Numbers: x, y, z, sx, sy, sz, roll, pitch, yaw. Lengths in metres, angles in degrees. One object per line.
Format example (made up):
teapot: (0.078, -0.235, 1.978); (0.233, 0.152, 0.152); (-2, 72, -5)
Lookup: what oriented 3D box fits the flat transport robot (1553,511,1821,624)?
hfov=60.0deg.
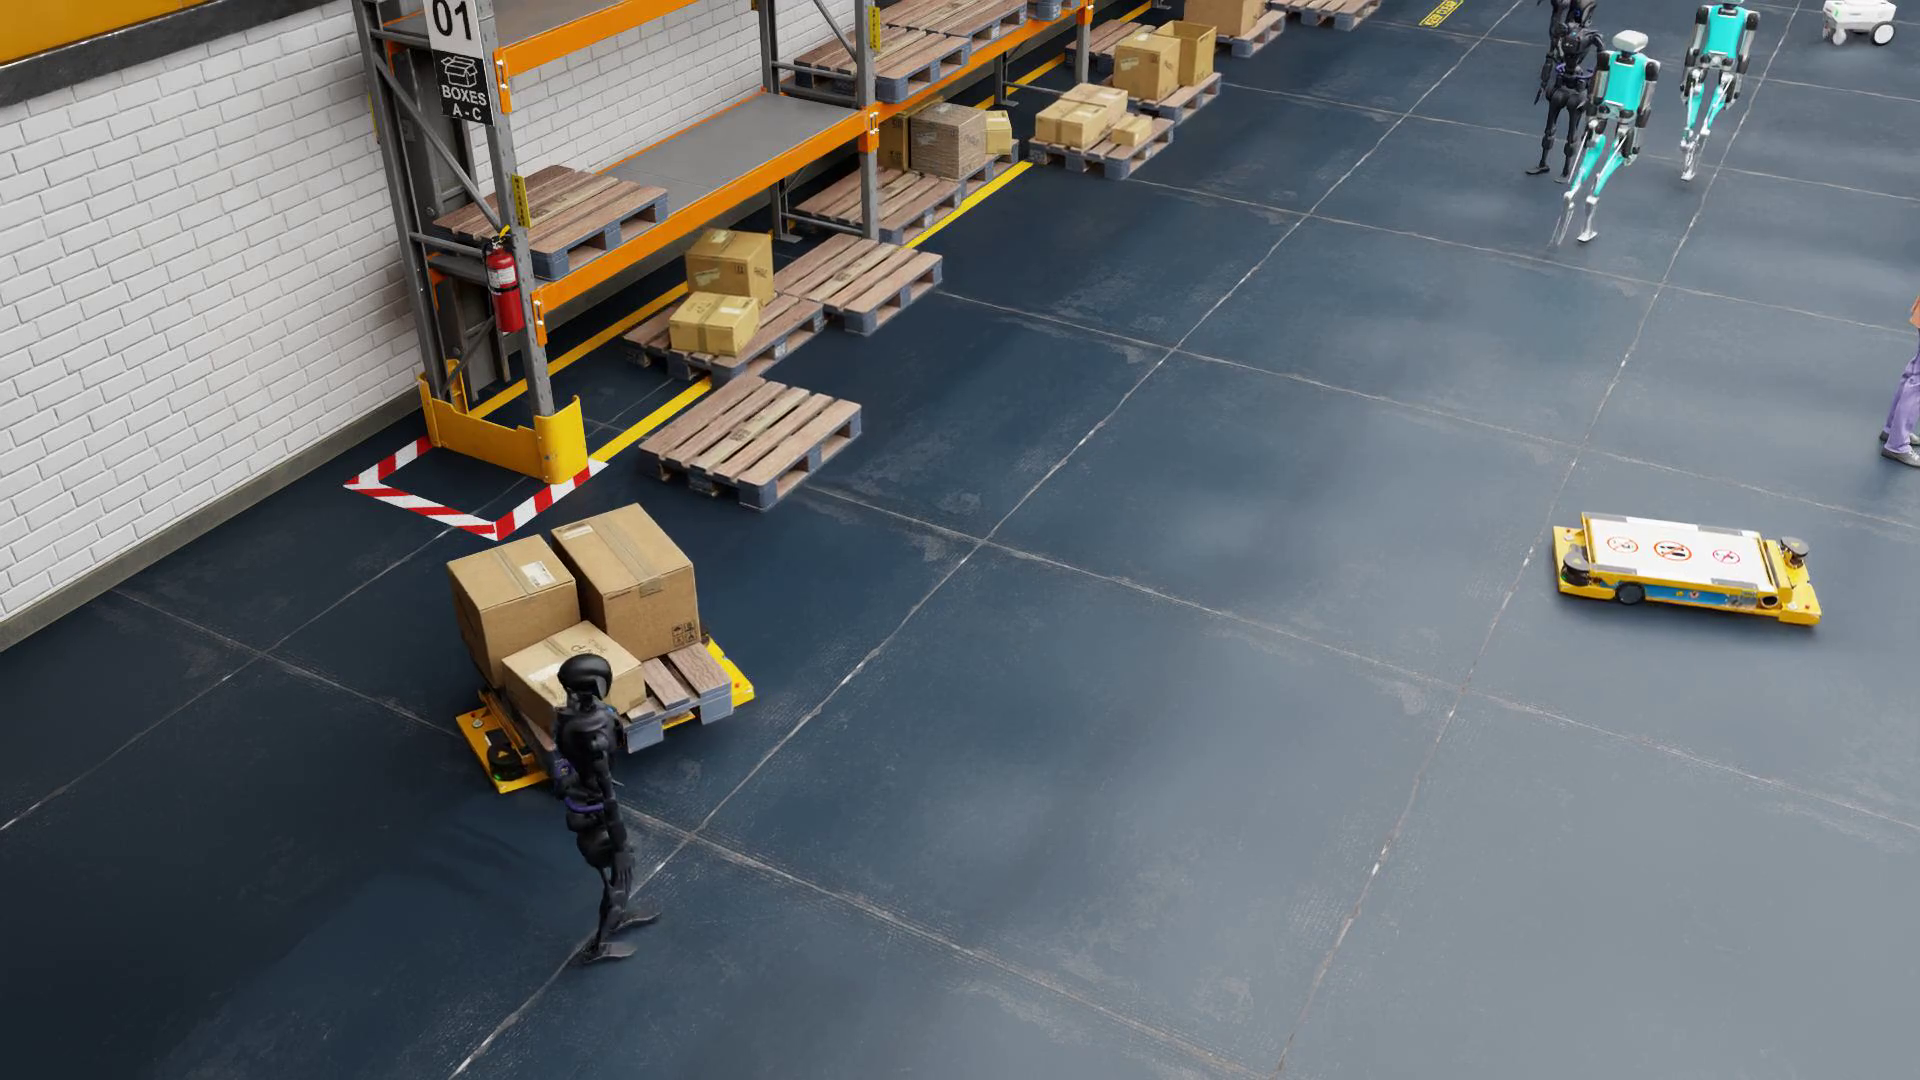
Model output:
flat transport robot: (4.306, 0.161, 9.904); (1.431, 0.231, 0.659); (7, 34, 11)

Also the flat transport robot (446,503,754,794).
flat transport robot: (-1.885, 0.856, 8.853); (1.431, 0.231, 0.659); (-20, 38, -27)

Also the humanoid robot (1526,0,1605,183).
humanoid robot: (5.503, -4.062, 15.006); (0.315, 1.655, 0.599); (-24, 40, -31)

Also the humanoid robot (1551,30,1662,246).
humanoid robot: (5.257, -3.189, 13.743); (0.760, 1.899, 0.547); (-27, 42, -34)

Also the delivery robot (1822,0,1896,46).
delivery robot: (10.200, -5.916, 18.855); (0.784, 0.612, 0.500); (-1, 33, -1)

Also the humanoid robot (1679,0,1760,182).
humanoid robot: (6.688, -4.007, 14.900); (0.538, 1.736, 1.027); (18, 37, 25)

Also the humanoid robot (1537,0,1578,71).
humanoid robot: (6.558, -5.868, 17.758); (0.600, 1.635, 0.615); (-4, 34, -6)

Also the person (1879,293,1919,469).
person: (6.369, -1.376, 10.800); (0.391, 1.846, 0.564); (15, 36, 21)

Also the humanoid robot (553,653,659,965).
humanoid robot: (-1.554, 1.145, 7.140); (0.403, 1.642, 0.584); (-14, 36, -21)
